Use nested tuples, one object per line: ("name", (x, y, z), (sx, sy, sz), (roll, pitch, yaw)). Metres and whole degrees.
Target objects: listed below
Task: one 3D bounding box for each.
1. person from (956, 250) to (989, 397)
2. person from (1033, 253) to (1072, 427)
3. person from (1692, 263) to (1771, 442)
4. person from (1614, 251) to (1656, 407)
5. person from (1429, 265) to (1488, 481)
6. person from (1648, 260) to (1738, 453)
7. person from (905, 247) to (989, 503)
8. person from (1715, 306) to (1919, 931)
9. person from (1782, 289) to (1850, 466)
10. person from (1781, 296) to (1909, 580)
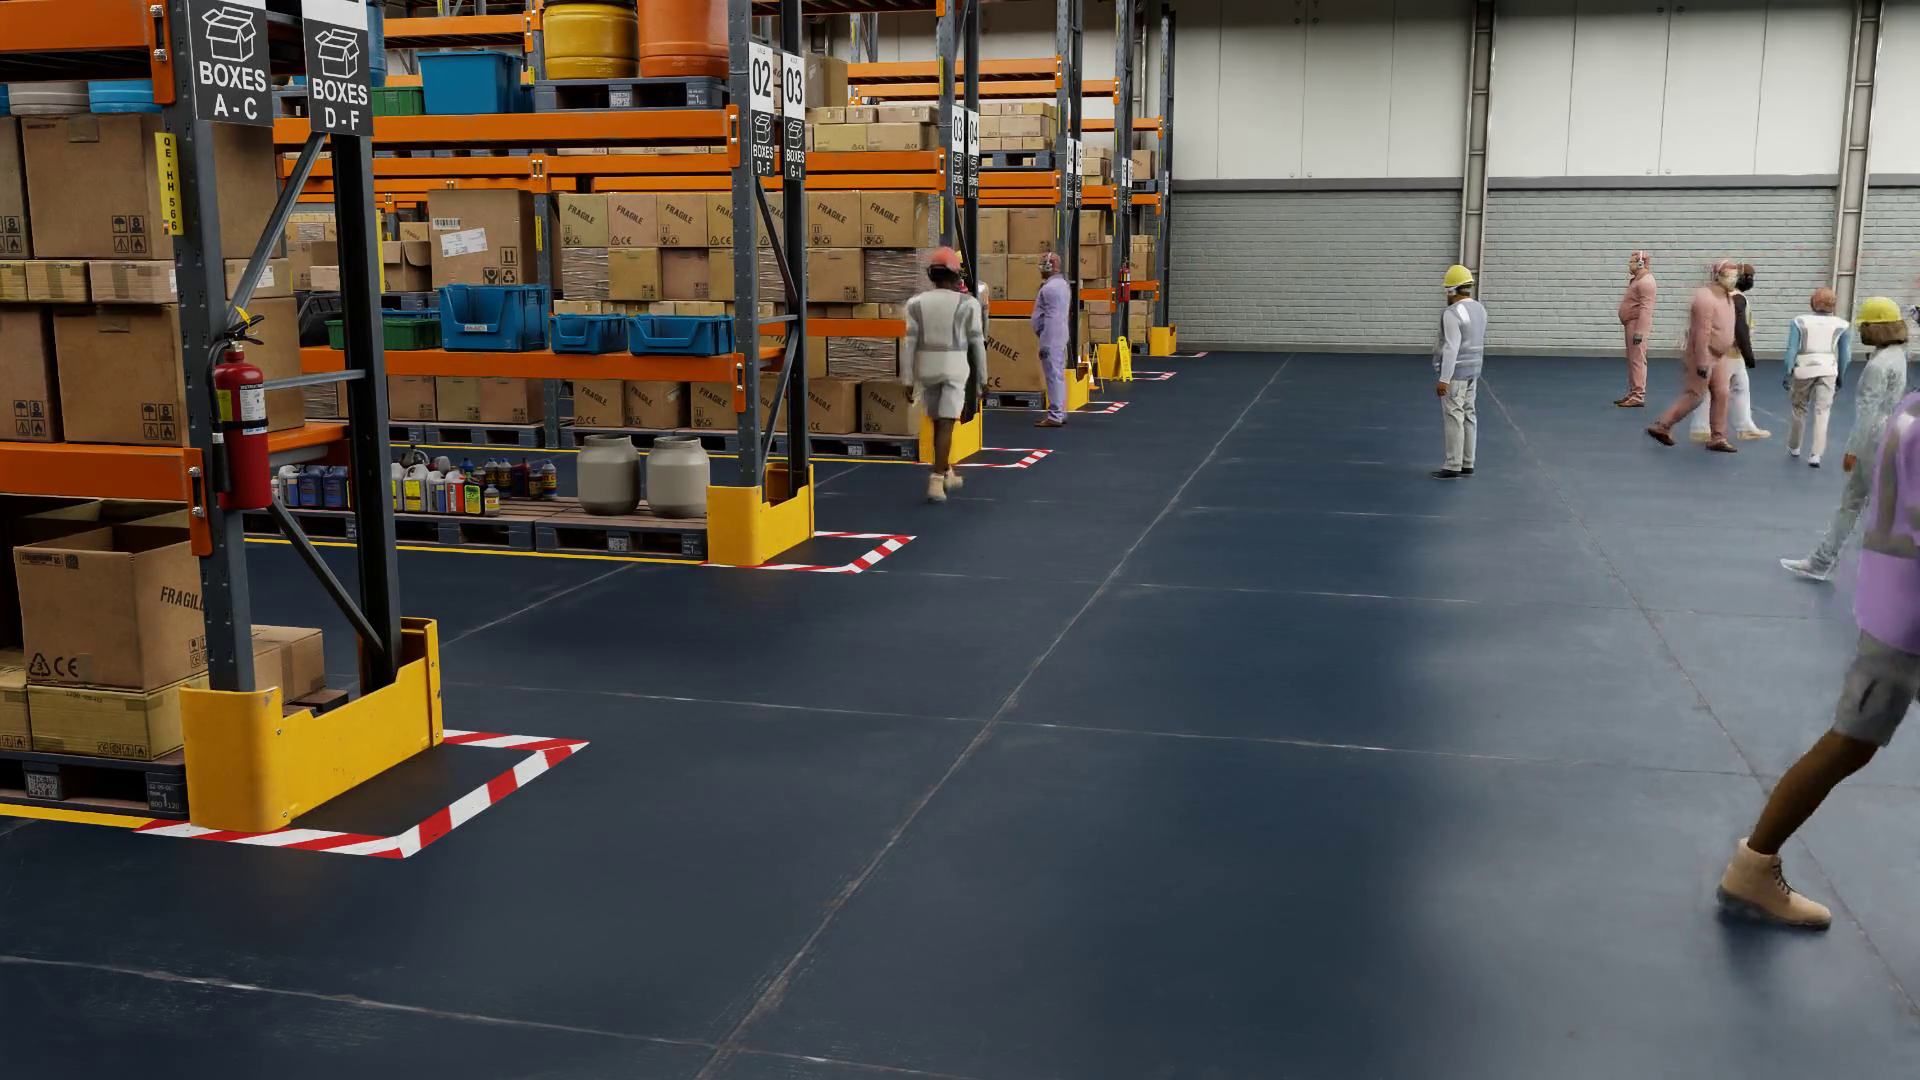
("person", (0.038, -2.322, 18.925), (0.587, 1.926, 0.368), (-3, 11, -14))
("person", (0.995, -2.181, 18.232), (0.400, 1.900, 0.695), (3, 11, 16))
("person", (7.856, -1.864, 16.729), (0.857, 1.809, 0.649), (4, 11, 20))
("person", (8.303, -2.591, 20.462), (0.408, 1.906, 0.652), (3, 11, 14))
("person", (4.229, -1.415, 14.164), (0.403, 1.828, 0.595), (10, 14, 43))
("person", (7.181, -1.787, 16.150), (0.654, 1.862, 0.780), (-8, 13, -38))
("person", (-0.117, -1.310, 13.157), (0.632, 1.992, 1.061), (3, 11, 17))
("person", (2.733, 0.222, 4.682), (1.076, 1.989, 0.624), (7, 12, 34))
("person", (7.819, -1.490, 15.232), (0.539, 1.591, 0.890), (4, 11, 20))
("person", (5.273, -0.561, 9.735), (0.739, 1.704, 0.507), (7, 12, 34))
